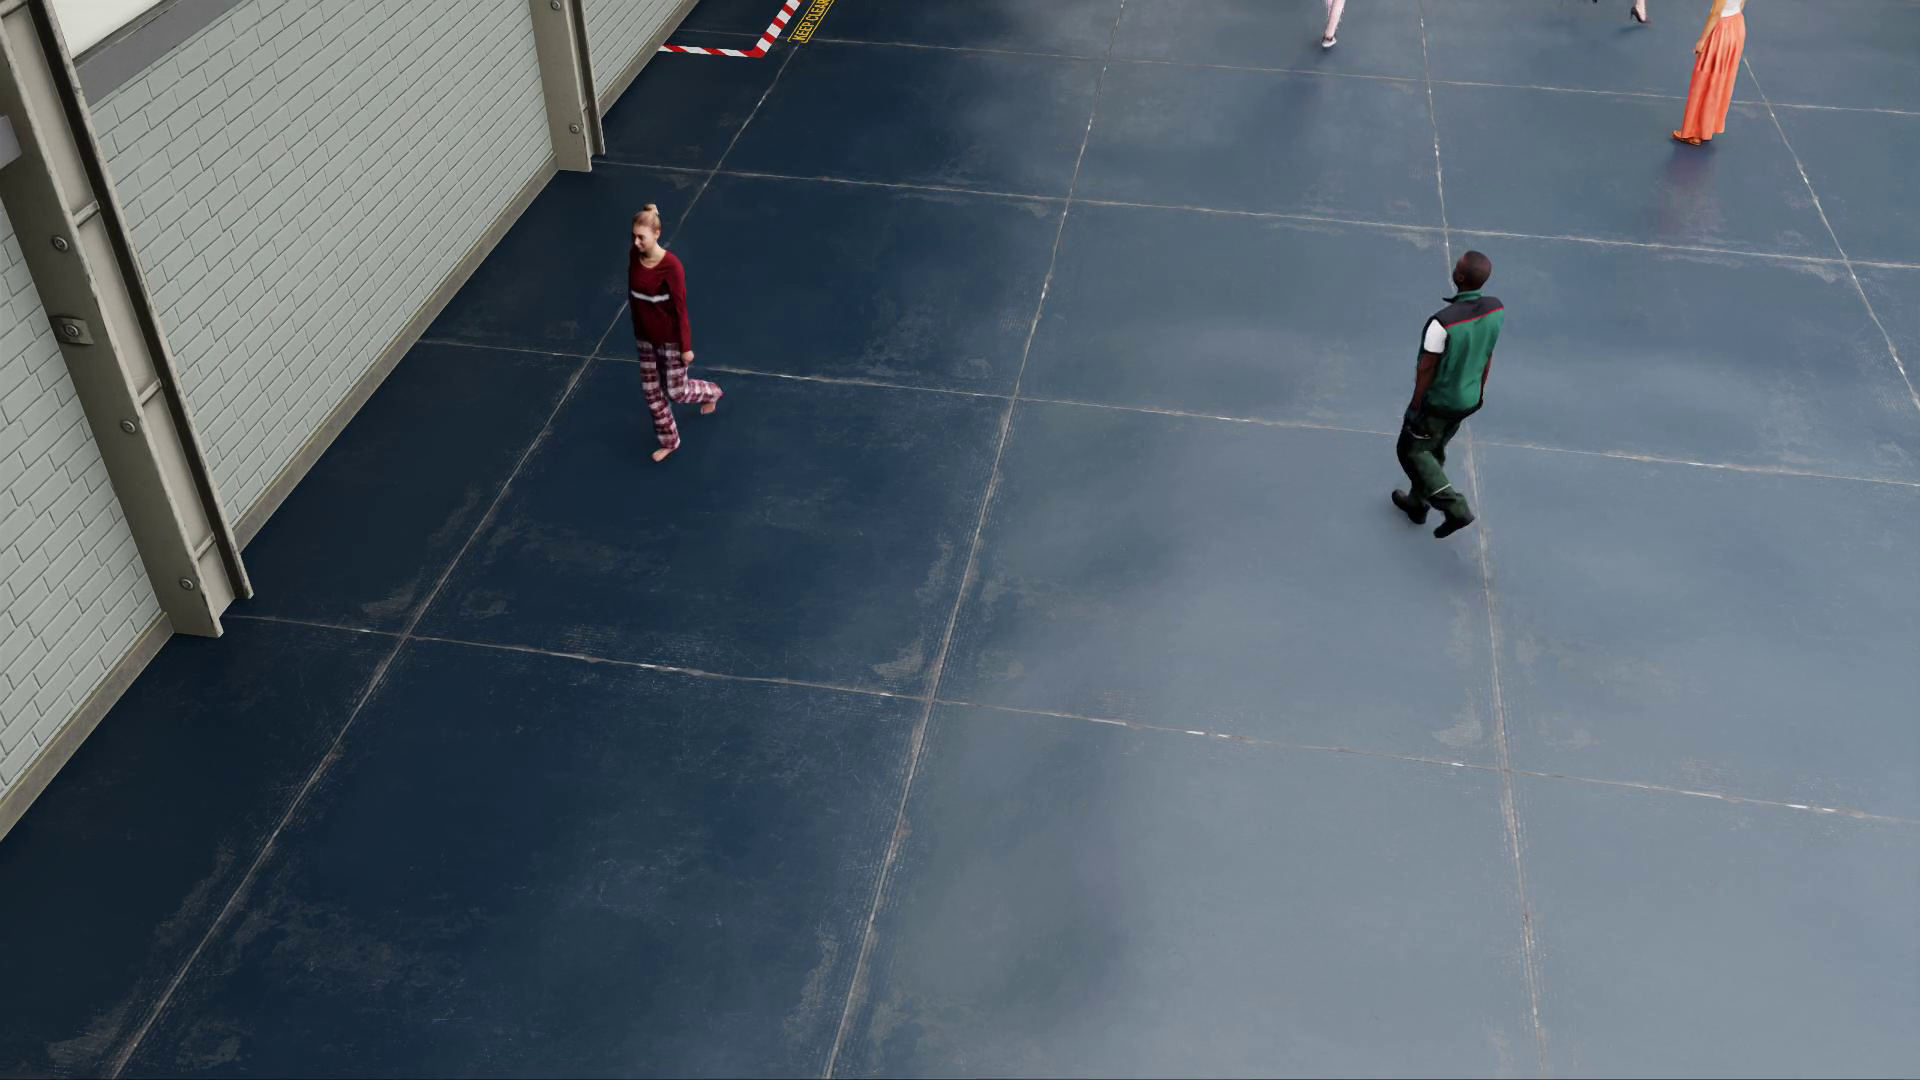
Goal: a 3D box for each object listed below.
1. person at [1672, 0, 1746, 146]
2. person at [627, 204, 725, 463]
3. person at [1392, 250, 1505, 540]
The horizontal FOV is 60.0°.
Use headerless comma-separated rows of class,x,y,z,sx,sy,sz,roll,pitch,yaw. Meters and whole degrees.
person,6.377,-4.208,13.927,0.723,1.802,0.787,-24,44,-28
person,-1.805,-1.299,10.310,0.796,1.678,0.943,21,43,24
person,2.827,-0.774,9.519,0.984,1.827,1.057,-20,42,-24
